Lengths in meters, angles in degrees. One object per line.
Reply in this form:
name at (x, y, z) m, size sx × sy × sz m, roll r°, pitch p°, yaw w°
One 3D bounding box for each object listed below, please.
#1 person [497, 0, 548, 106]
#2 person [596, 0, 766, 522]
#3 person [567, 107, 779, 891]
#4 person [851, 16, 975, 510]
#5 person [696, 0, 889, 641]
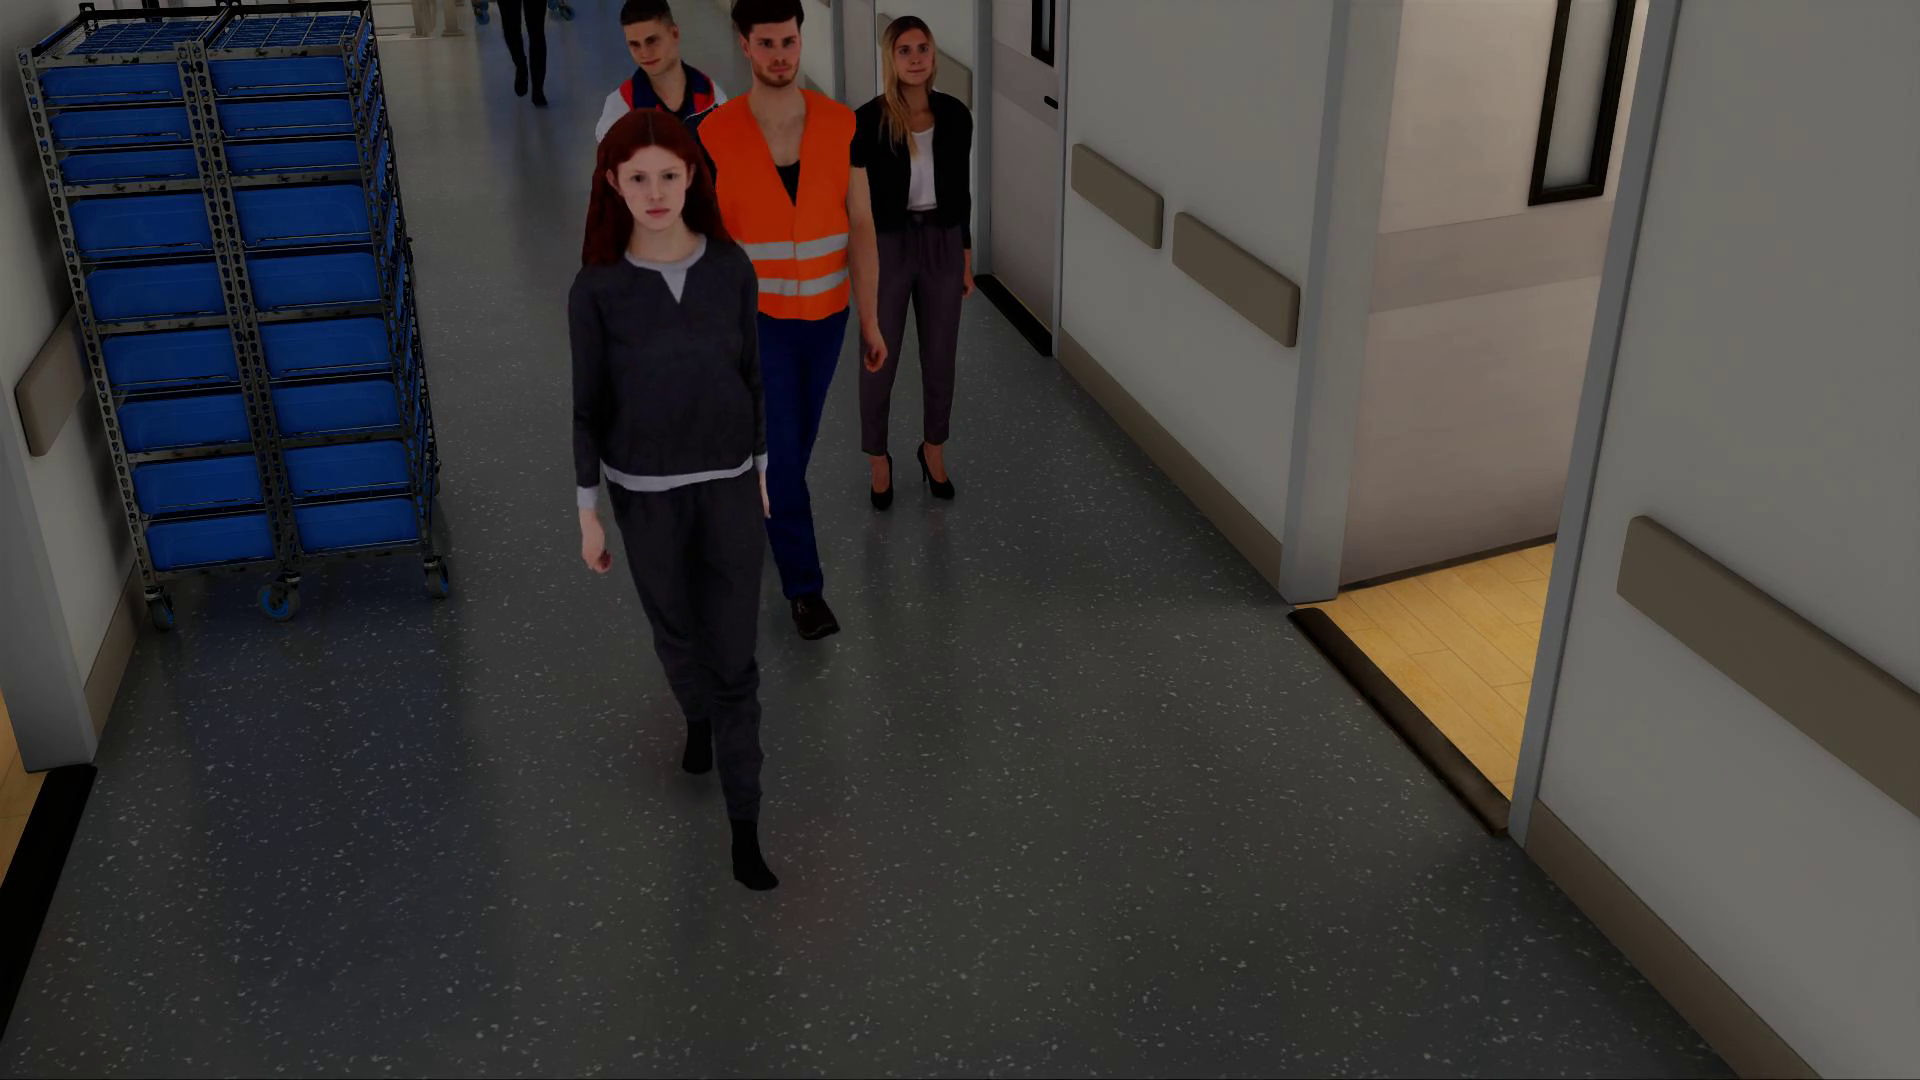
person at (-3.199, -4.137, 12.114) m, size 0.677 × 1.855 × 0.699 m, roll -7°, pitch 27°, yaw -13°
person at (-1.010, -0.957, 5.681) m, size 0.917 × 1.714 × 1.220 m, roll -17°, pitch 31°, yaw -32°
person at (-0.669, -0.114, 3.921) m, size 0.602 × 1.725 × 1.120 m, roll -6°, pitch 26°, yaw -13°
person at (-0.169, -0.922, 5.659) m, size 0.605 × 1.671 × 0.536 m, roll -8°, pitch 27°, yaw -17°
person at (-0.536, -0.701, 5.014) m, size 0.736 × 1.834 × 1.213 m, roll -9°, pitch 27°, yaw -19°
